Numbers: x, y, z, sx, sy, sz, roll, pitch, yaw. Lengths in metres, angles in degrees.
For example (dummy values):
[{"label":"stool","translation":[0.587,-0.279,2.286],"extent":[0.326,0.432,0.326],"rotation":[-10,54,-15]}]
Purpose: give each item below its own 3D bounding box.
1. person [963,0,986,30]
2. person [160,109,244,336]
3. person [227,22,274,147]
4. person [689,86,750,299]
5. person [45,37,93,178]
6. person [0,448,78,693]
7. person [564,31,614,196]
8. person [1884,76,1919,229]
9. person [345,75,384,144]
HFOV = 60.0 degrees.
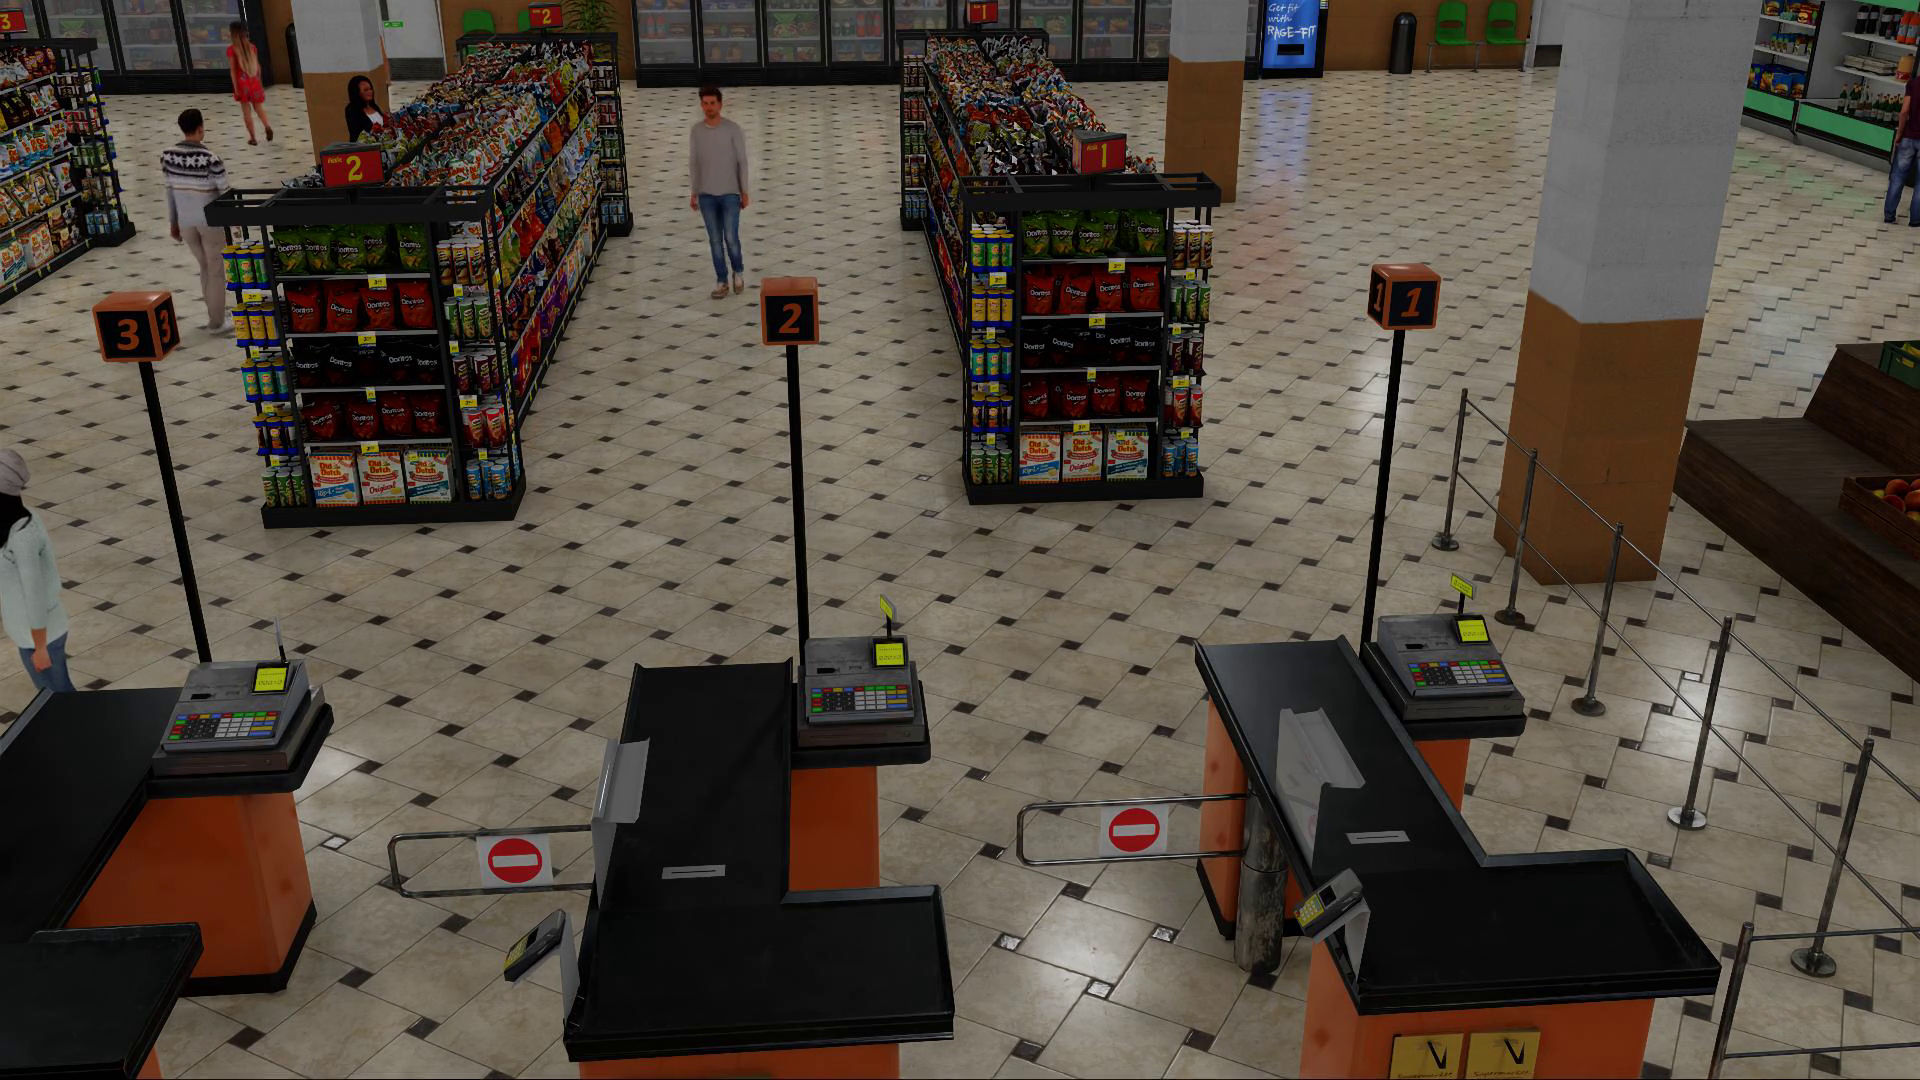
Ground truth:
[{"label":"person","translation":[0.223,-7.864,25.911],"extent":[0.743,1.770,0.617],"rotation":[-15,28,-31]},{"label":"person","translation":[-6.339,-2.605,13.813],"extent":[0.817,1.833,0.902],"rotation":[4,24,8]},{"label":"person","translation":[-9.277,-5.939,21.745],"extent":[0.930,1.583,0.847],"rotation":[22,32,40]},{"label":"person","translation":[-2.146,-3.124,14.933],"extent":[0.715,1.887,0.688],"rotation":[3,24,7]},{"label":"person","translation":[-10.665,-4.976,19.442],"extent":[1.108,1.664,1.119],"rotation":[20,31,38]},{"label":"person","translation":[-4.002,0.379,7.231],"extent":[0.687,1.644,0.557],"rotation":[-14,27,-28]},{"label":"person","translation":[-4.458,-4.817,18.909],"extent":[1.243,1.801,1.201],"rotation":[18,29,35]},{"label":"person","translation":[10.151,-4.254,17.558],"extent":[0.799,1.853,0.708],"rotation":[-21,31,-39]},{"label":"person","translation":[-6.139,-3.984,17.233],"extent":[0.765,1.617,0.645],"rotation":[4,24,9]}]
